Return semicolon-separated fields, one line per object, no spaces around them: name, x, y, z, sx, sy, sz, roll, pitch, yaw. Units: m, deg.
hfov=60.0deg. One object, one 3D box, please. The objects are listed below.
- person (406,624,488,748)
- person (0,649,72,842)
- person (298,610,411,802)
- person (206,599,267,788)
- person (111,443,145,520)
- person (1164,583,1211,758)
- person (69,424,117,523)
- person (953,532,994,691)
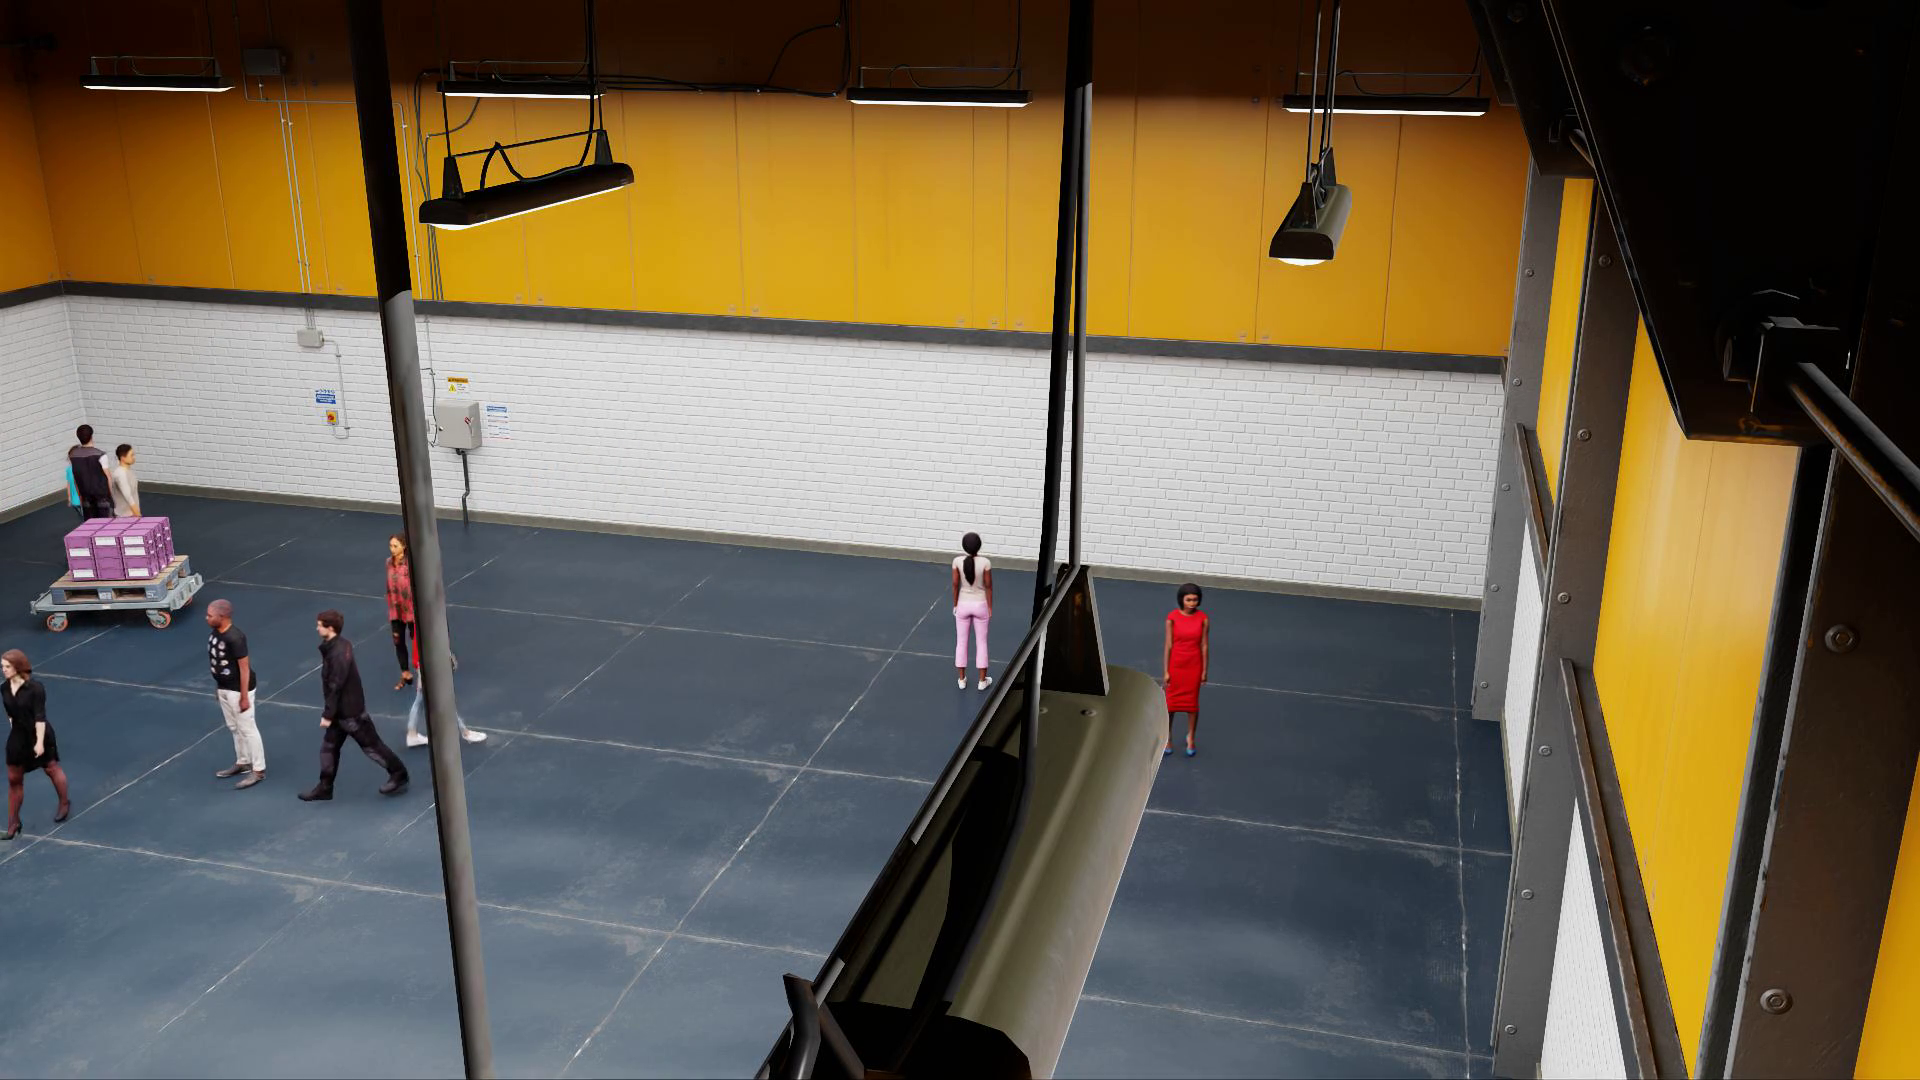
person;-5.159;1.255;15.921;0.989;1.647;1.063;-3;19;-8
person;-8.015;1.716;14.502;0.643;1.679;0.960;3;19;8
person;-5.406;1.505;14.948;1.282;1.795;1.211;-11;22;-29
person;-6.664;1.375;15.319;0.747;1.803;0.749;15;24;38
person;-10.264;-0.275;20.294;1.056;1.755;1.203;-3;19;-8
person;2.142;1.229;15.852;0.611;1.741;0.572;1;19;2
person;-10.896;-0.550;20.967;0.688;1.848;0.652;1;19;2
person;0.131;0.724;17.357;0.585;1.737;0.539;3;19;9
